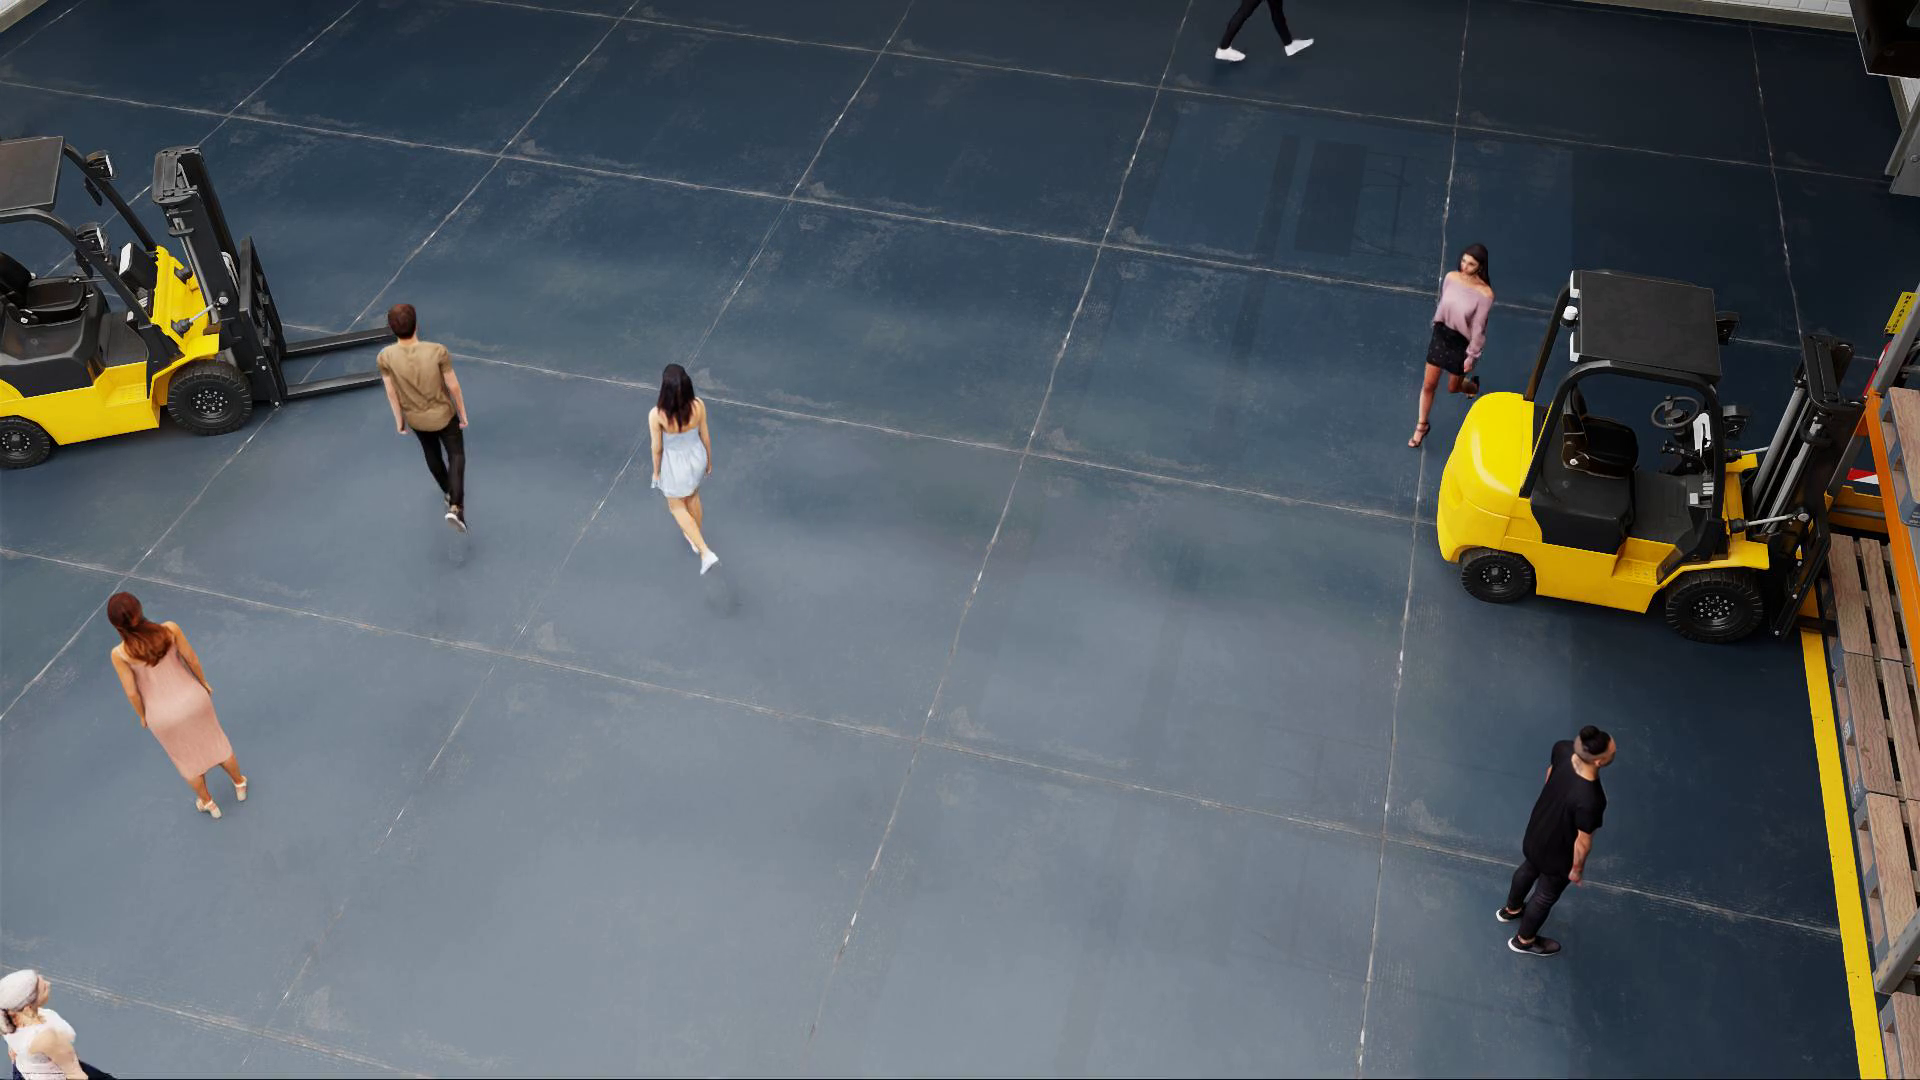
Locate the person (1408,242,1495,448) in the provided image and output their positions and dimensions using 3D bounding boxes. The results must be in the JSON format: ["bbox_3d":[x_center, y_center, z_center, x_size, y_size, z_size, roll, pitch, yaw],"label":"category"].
[{"bbox_3d":[3.781,-1.484,12.545,1.089,1.793,0.943,-31,52,-29],"label":"person"}]

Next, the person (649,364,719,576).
[{"bbox_3d":[-1.889,-0.459,11.526,0.951,1.715,0.998,-23,48,-22],"label":"person"}]

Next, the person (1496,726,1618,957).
[{"bbox_3d":[3.329,1.630,9.226,0.813,1.863,0.651,-3,44,-4],"label":"person"}]

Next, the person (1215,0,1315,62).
[{"bbox_3d":[2.997,-5.733,16.959,0.911,1.857,1.240,3,44,3],"label":"person"}]

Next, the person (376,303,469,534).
[{"bbox_3d":[-3.778,-0.837,11.837,0.933,1.834,1.162,-6,44,-7],"label":"person"}]

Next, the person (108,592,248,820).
[{"bbox_3d":[-4.677,0.988,9.923,0.627,1.831,0.722,-32,52,-29],"label":"person"}]
